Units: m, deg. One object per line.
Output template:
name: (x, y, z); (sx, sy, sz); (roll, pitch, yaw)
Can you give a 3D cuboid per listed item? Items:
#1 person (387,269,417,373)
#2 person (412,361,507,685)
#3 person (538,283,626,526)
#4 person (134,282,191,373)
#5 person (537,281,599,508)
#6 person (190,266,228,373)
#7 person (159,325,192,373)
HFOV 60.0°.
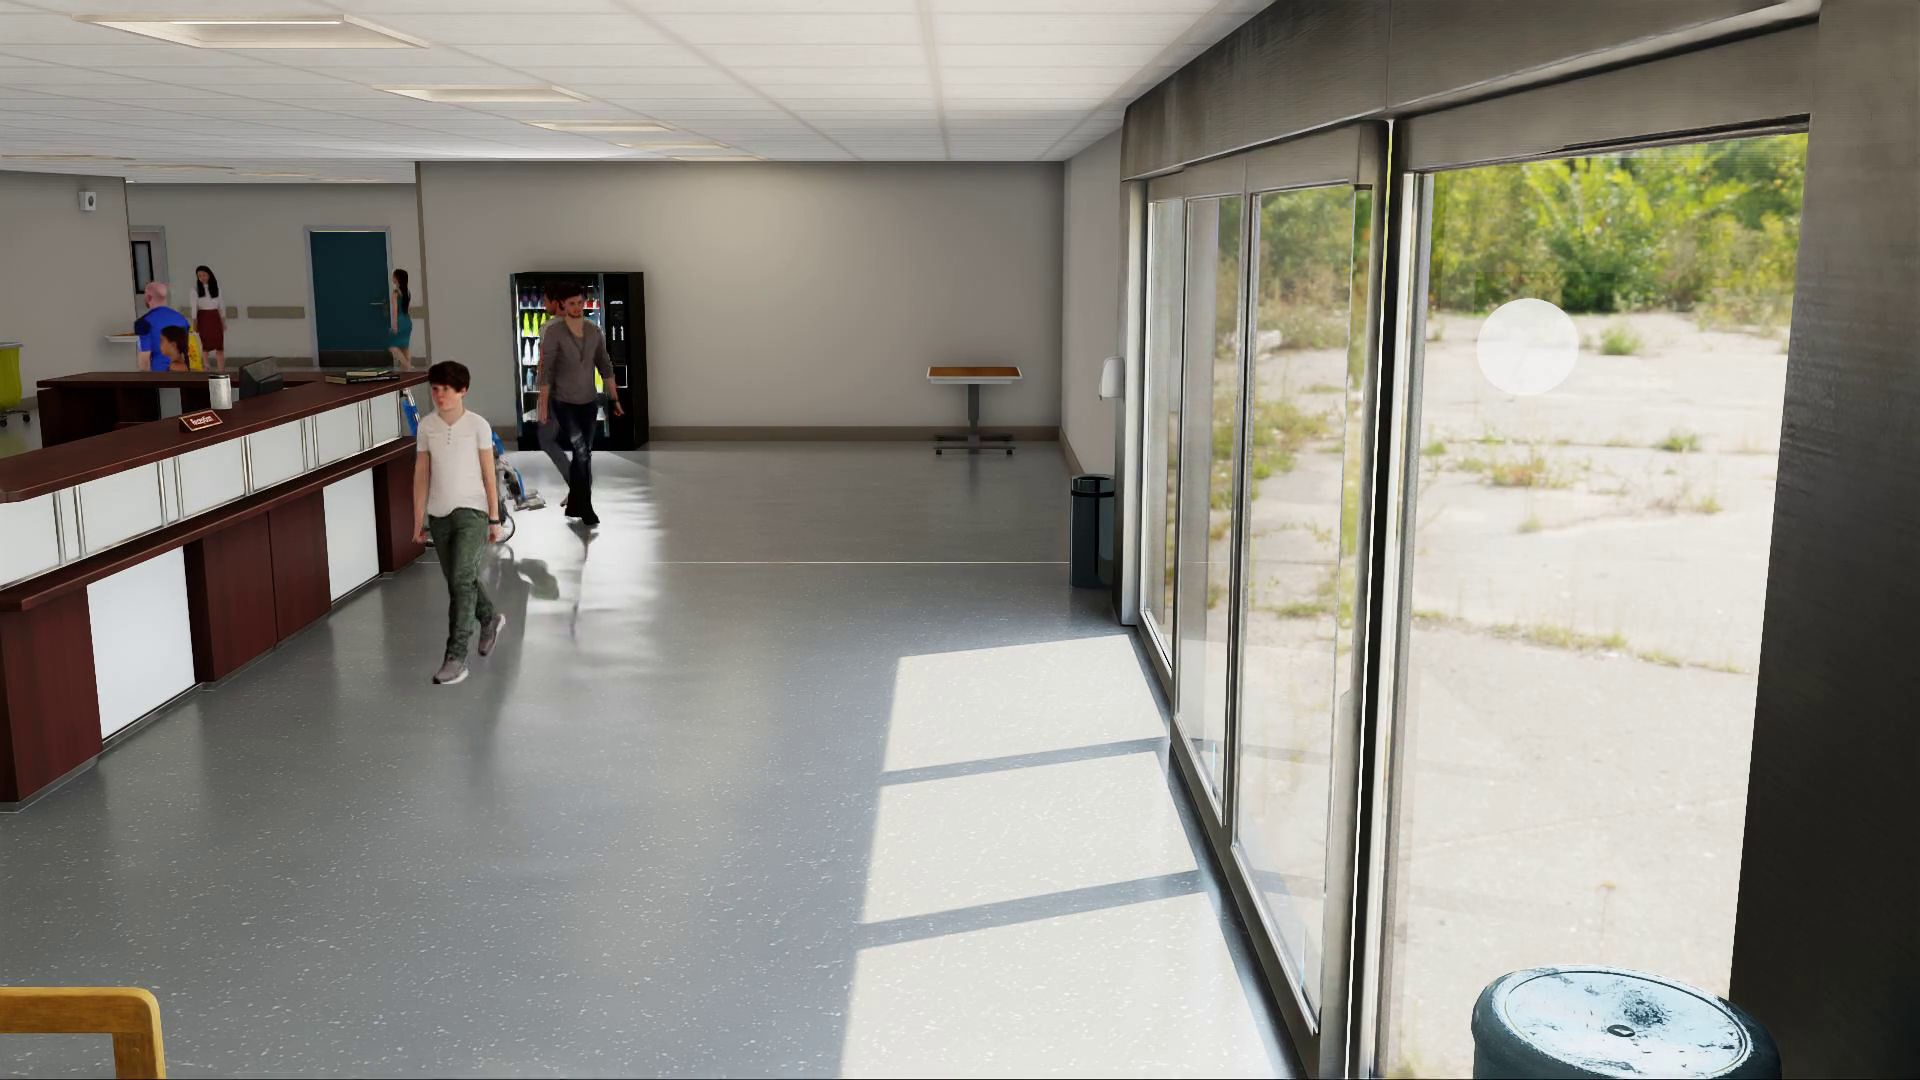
person: (-8.152, -3.135, 24.497); (0.731, 1.678, 0.656); (4, 11, 19)
person: (-2.580, -0.106, 8.688); (1.070, 1.620, 0.714); (2, 11, 8)
person: (-3.063, -1.053, 13.002); (1.048, 1.873, 0.994); (8, 14, 38)
person: (-7.024, -1.374, 14.817); (1.069, 1.826, 0.917); (5, 12, 25)
person: (-3.174, -1.155, 13.515); (0.841, 1.880, 0.899); (-8, 14, -38)
person: (-10.900, -3.086, 24.077); (0.818, 1.738, 0.877); (-10, 14, -42)
person: (-6.010, -0.879, 13.030); (1.083, 1.520, 0.776); (-4, 11, -20)
